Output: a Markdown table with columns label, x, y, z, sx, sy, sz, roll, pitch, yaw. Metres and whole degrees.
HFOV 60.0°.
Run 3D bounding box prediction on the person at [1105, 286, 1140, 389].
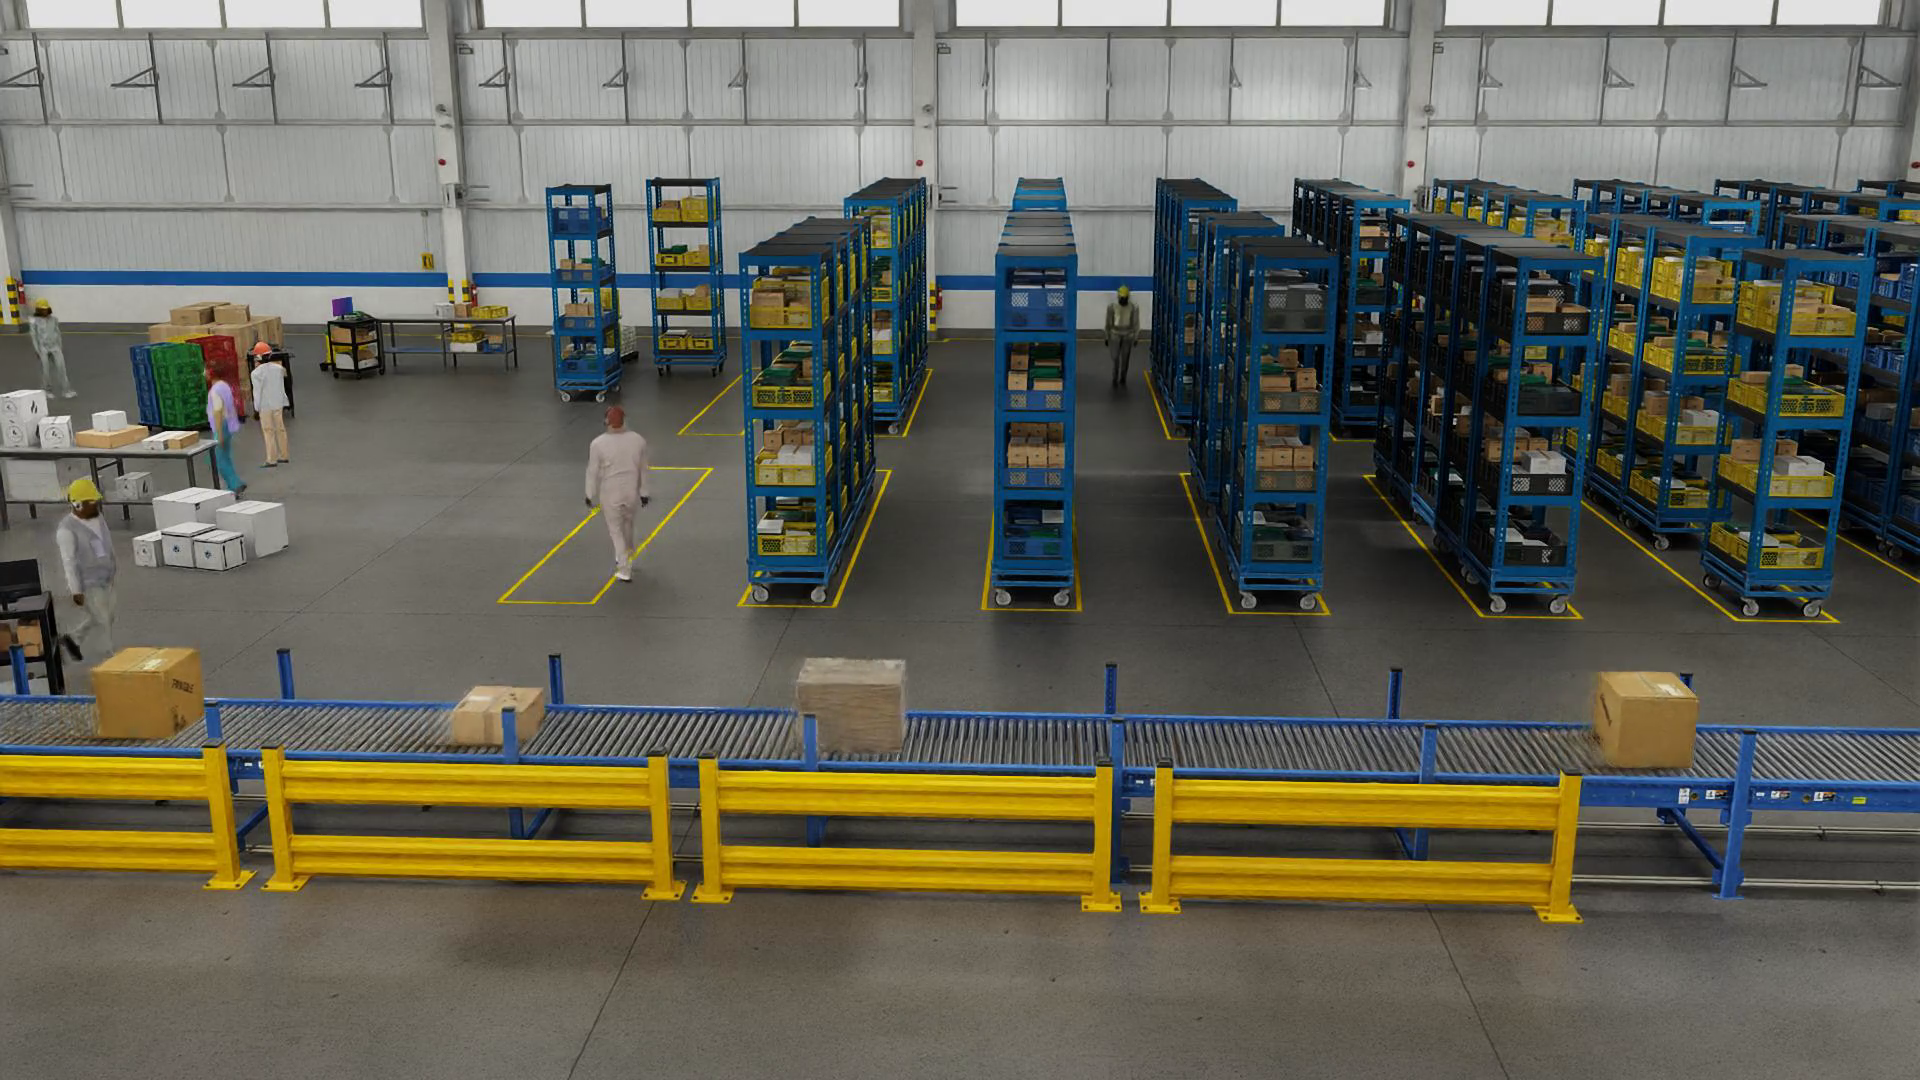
| label | x | y | z | sx | sy | sz | roll | pitch | yaw |
| --- | --- | --- | --- | --- | --- | --- | --- | --- | --- |
| person | 2.874 | -3.601 | 29.519 | 0.616 | 1.776 | 0.996 | 1 | 15 | 5 |

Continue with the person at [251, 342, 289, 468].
| label | x | y | z | sx | sy | sz | roll | pitch | yaw |
| --- | --- | --- | --- | --- | --- | --- | --- | --- | --- |
| person | -9.650 | -1.884 | 23.209 | 0.324 | 1.752 | 0.561 | 5 | 16 | 19 |

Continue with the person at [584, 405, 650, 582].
| label | x | y | z | sx | sy | sz | roll | pitch | yaw |
| --- | --- | --- | --- | --- | --- | --- | --- | --- | --- |
| person | -3.745 | -0.526 | 17.946 | 0.648 | 1.878 | 0.846 | -12 | 19 | -37 |

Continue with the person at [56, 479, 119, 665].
| label | x | y | z | sx | sy | sz | roll | pitch | yaw |
| --- | --- | --- | --- | --- | --- | --- | --- | --- | --- |
| person | -7.807 | 0.338 | 14.846 | 0.648 | 1.820 | 0.606 | 1 | 15 | 5 |

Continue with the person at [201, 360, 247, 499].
| label | x | y | z | sx | sy | sz | roll | pitch | yaw |
| --- | --- | --- | --- | --- | --- | --- | --- | --- | --- |
| person | -9.428 | -1.386 | 21.215 | 0.455 | 1.826 | 0.590 | -4 | 16 | -15 |

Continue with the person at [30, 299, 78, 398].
| label | x | y | z | sx | sy | sz | roll | pitch | yaw |
| --- | --- | --- | --- | --- | --- | --- | --- | --- | --- |
| person | -15.451 | -3.234 | 28.285 | 0.857 | 1.704 | 0.511 | 11 | 19 | 36 |
